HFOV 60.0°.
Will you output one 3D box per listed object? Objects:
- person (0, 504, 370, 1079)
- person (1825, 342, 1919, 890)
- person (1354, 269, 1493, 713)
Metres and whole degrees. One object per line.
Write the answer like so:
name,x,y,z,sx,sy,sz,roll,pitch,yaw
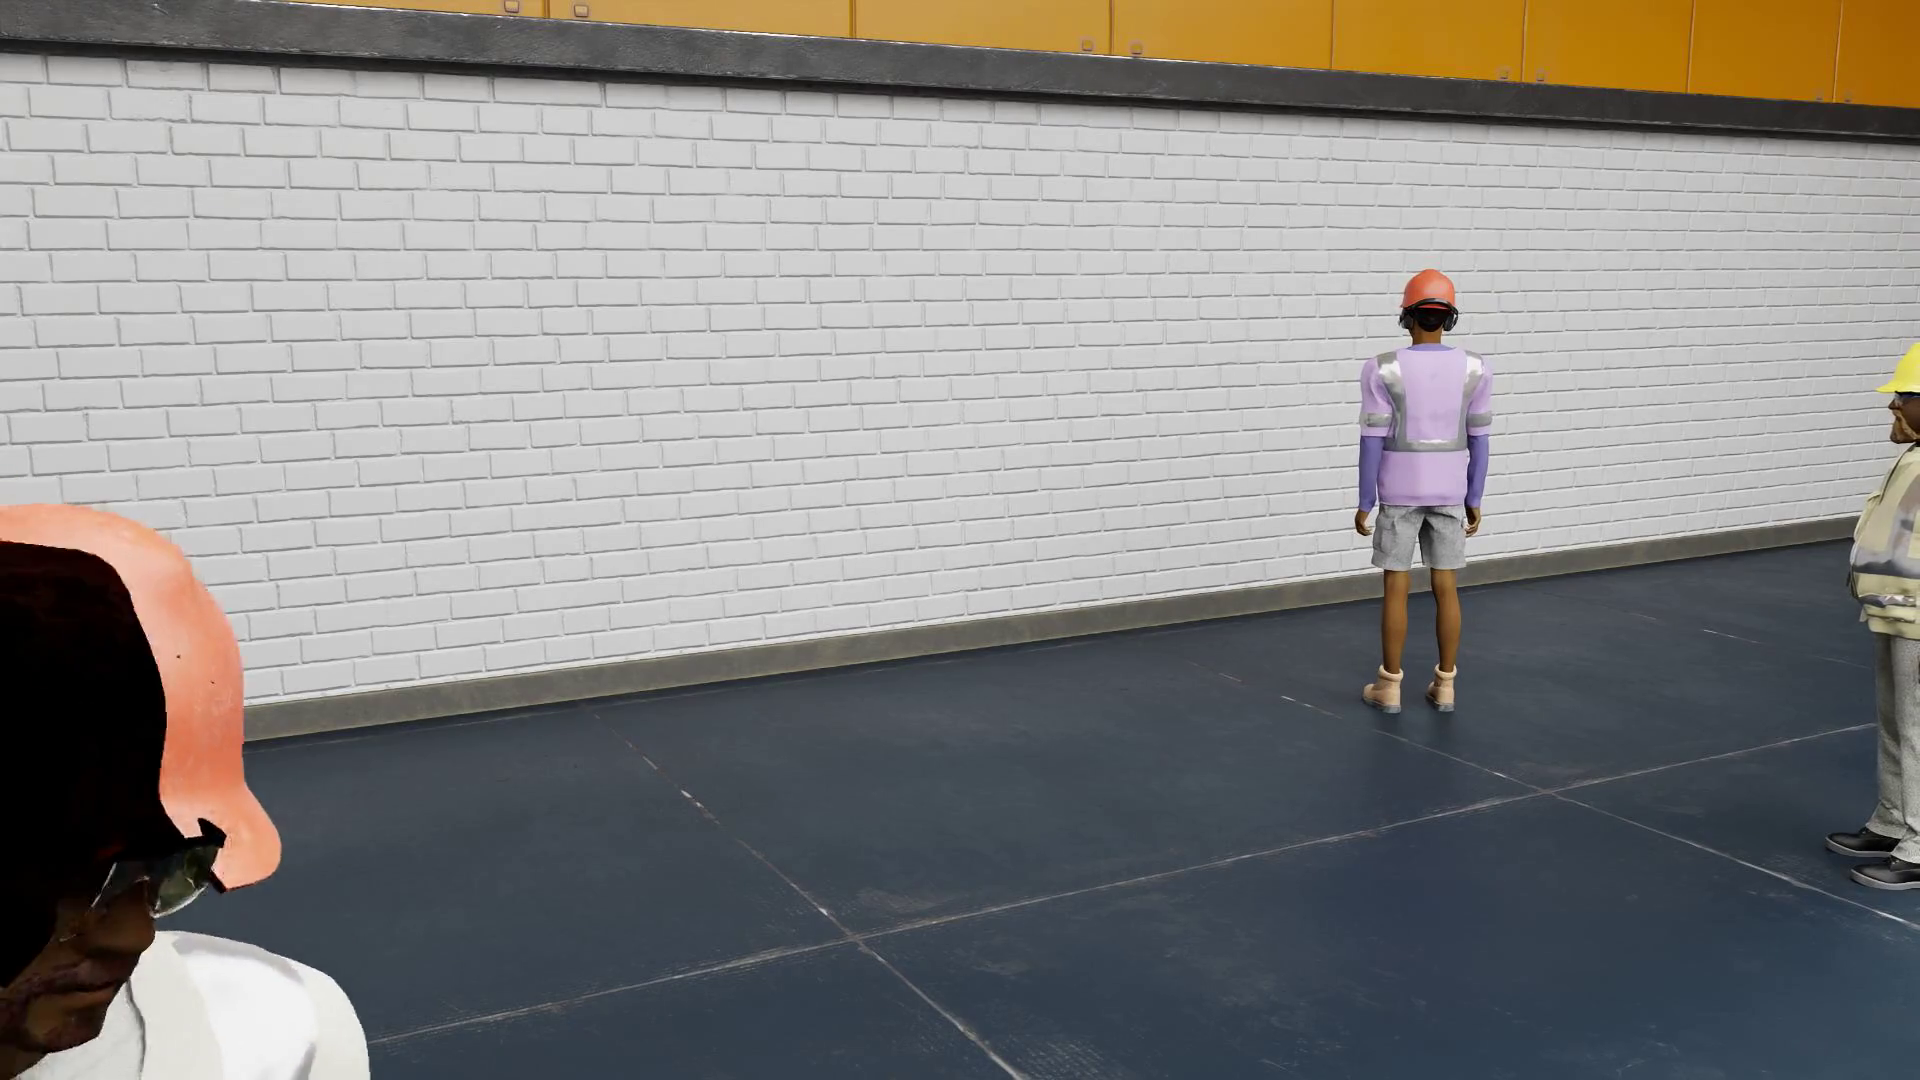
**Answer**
person,-0.768,0.945,1.243,0.885,1.978,0.634,8,12,37
person,3.198,0.254,5.581,0.404,1.830,0.602,3,10,14
person,2.115,-0.214,7.670,0.607,2.044,0.378,-1,10,-3
